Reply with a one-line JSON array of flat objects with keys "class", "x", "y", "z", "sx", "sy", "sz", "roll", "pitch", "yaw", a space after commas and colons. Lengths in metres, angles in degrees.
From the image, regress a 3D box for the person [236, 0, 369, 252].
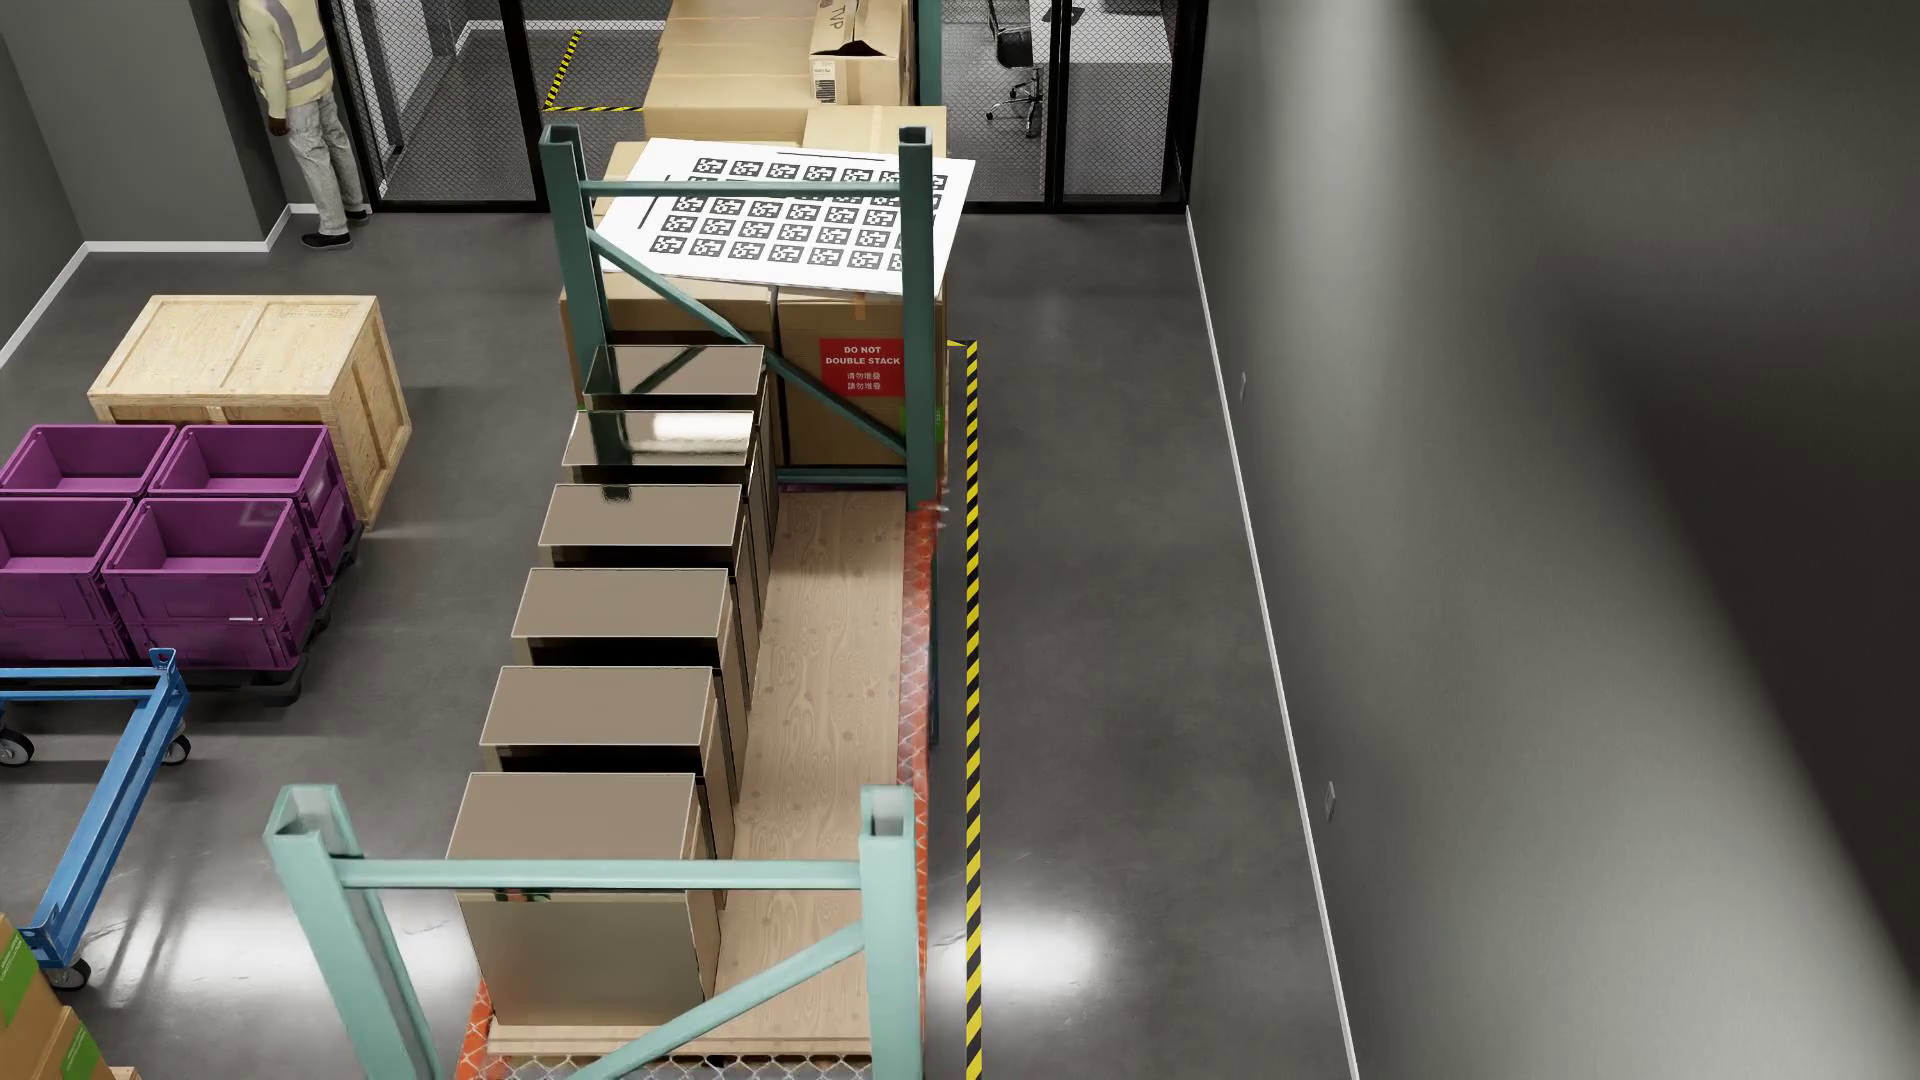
[{"class": "person", "x": -3.480, "y": -2.382, "z": 8.688, "sx": 0.404, "sy": 1.834, "sz": 0.591, "roll": 6, "pitch": 42, "yaw": 7}]
